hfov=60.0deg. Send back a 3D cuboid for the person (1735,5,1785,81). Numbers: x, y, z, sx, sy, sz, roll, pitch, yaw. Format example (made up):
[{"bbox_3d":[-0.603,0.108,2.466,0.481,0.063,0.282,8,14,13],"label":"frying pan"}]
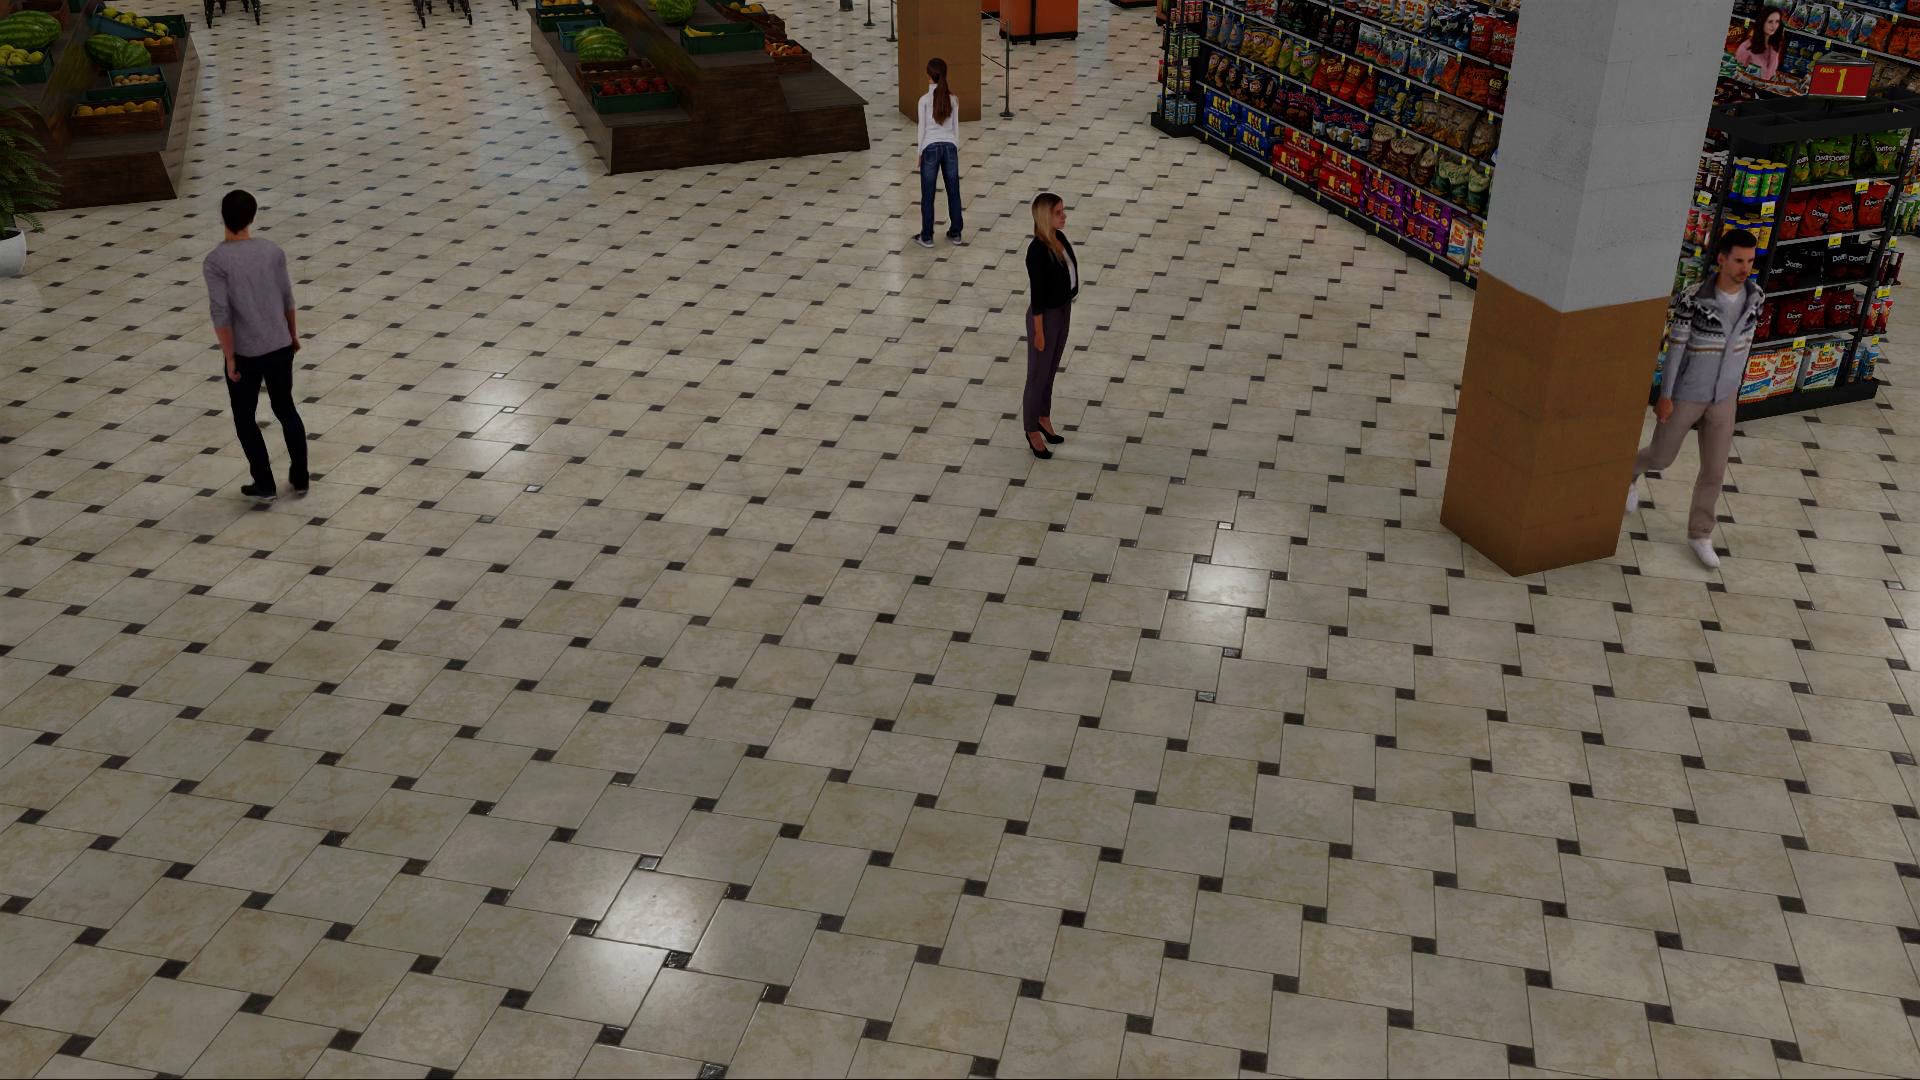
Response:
[{"bbox_3d":[6.919,-3.777,14.632,0.623,1.802,0.514,-9,30,-16],"label":"person"}]

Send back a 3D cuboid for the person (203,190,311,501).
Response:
[{"bbox_3d":[-4.074,-1.089,9.704,0.824,1.805,0.838,15,32,25],"label":"person"}]

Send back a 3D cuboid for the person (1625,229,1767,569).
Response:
[{"bbox_3d":[4.063,-0.850,9.241,0.858,1.830,1.181,-3,29,-6],"label":"person"}]

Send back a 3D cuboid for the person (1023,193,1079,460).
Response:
[{"bbox_3d":[0.530,-1.331,10.286,0.725,1.672,0.663,12,31,21],"label":"person"}]

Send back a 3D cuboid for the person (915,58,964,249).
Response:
[{"bbox_3d":[-0.174,-3.231,13.889,0.545,1.554,0.492,-9,30,-16],"label":"person"}]
